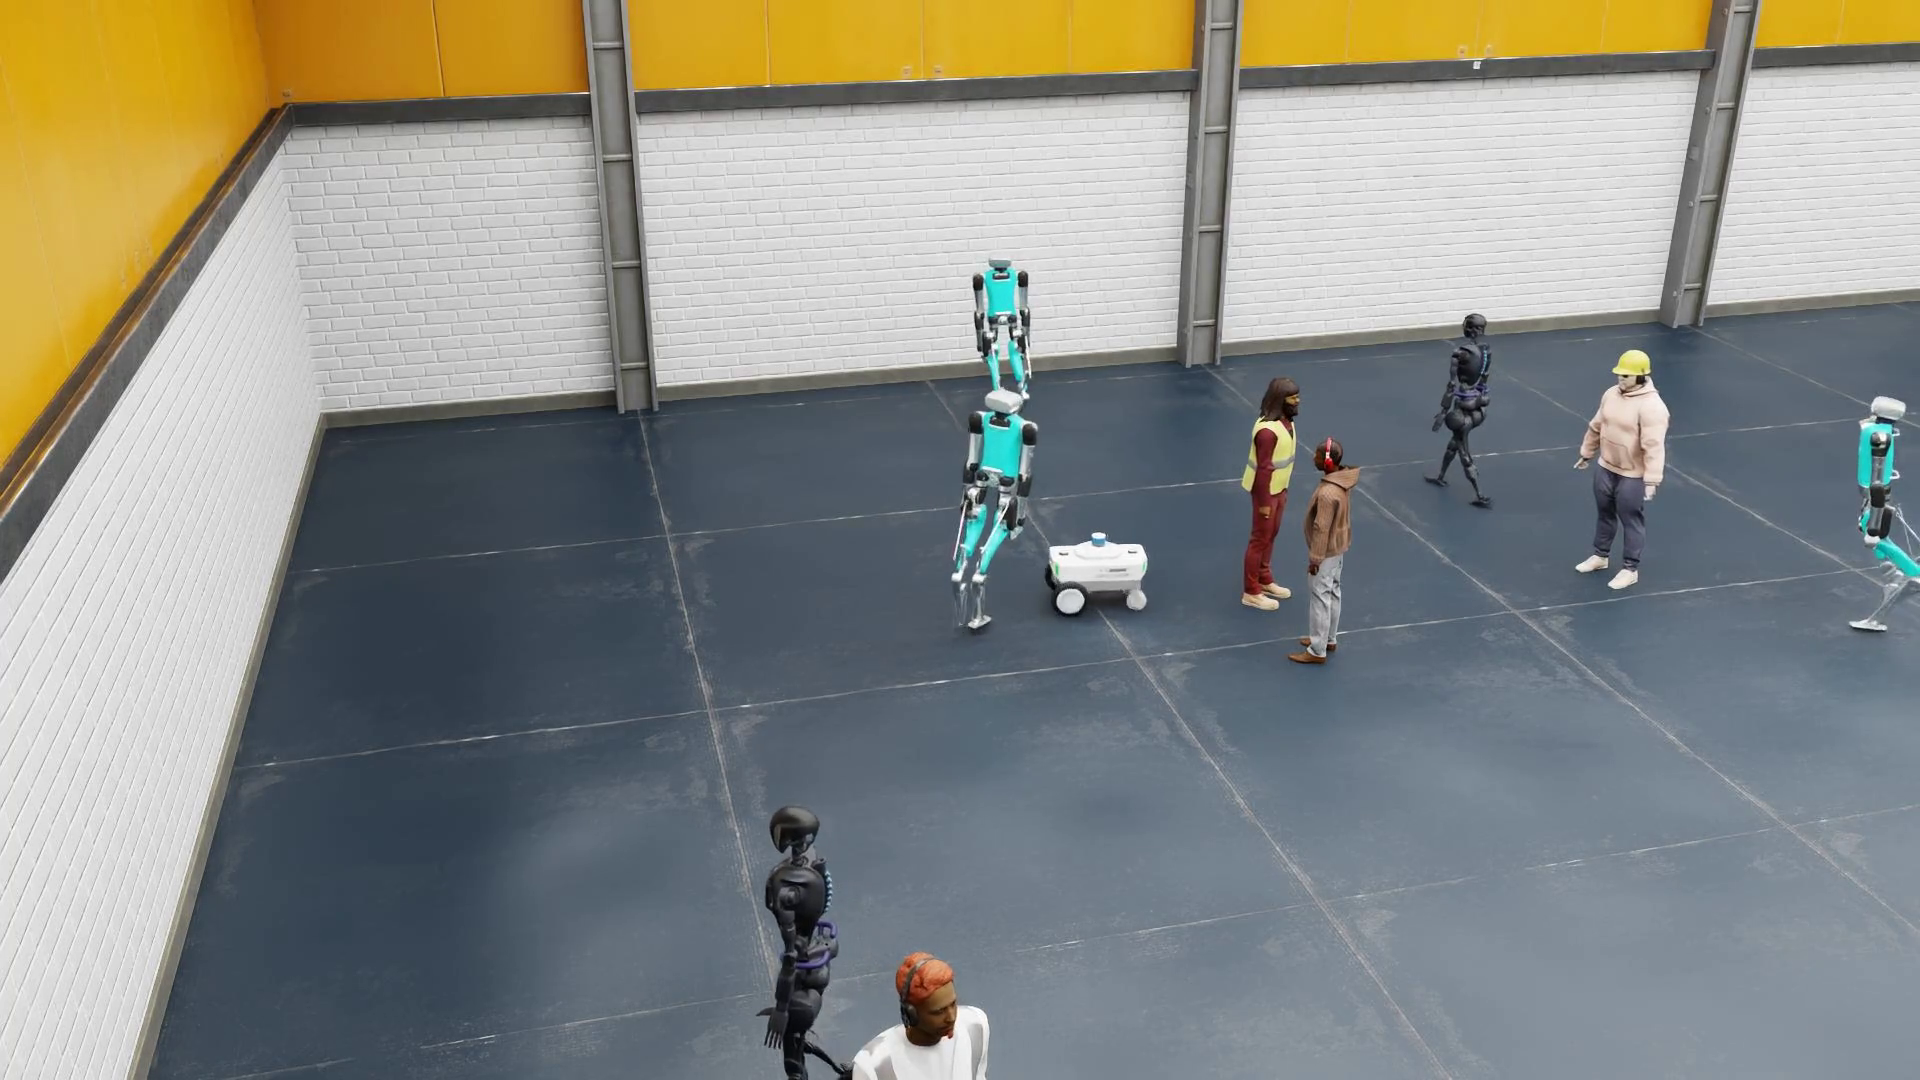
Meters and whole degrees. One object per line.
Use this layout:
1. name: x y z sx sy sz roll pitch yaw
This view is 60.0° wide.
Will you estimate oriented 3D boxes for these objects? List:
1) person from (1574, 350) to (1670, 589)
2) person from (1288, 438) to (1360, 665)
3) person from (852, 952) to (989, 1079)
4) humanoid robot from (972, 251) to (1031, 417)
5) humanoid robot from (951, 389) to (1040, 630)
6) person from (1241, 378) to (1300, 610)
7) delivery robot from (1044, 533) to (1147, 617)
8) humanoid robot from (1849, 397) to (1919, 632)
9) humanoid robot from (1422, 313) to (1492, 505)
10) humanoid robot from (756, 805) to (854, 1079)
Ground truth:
1. person: 5.054 -0.556 12.660 0.454 1.857 0.794 -11 26 -23
2. person: 2.526 0.081 11.468 0.327 1.648 0.462 11 26 24
3. person: -0.119 2.319 6.092 0.573 1.884 0.356 -17 29 -33
4. humanoid robot: 0.410 -1.750 15.579 0.563 1.839 0.698 -2 24 -4
5. humanoid robot: 0.168 -0.103 11.847 0.548 1.830 0.828 12 26 25
6. person: 2.295 -0.356 12.320 0.388 1.766 0.476 13 27 27
7. delivery robot: 1.017 0.240 12.463 0.801 0.598 0.499 -2 24 -3
8. humanoid robot: 6.661 -0.076 11.847 0.750 1.892 0.543 9 25 20
9. humanoid robot: 4.339 -1.135 14.263 0.604 1.635 0.787 -18 30 -35
10. humanoid robot: -0.661 1.908 7.287 0.407 1.647 0.613 3 24 6
